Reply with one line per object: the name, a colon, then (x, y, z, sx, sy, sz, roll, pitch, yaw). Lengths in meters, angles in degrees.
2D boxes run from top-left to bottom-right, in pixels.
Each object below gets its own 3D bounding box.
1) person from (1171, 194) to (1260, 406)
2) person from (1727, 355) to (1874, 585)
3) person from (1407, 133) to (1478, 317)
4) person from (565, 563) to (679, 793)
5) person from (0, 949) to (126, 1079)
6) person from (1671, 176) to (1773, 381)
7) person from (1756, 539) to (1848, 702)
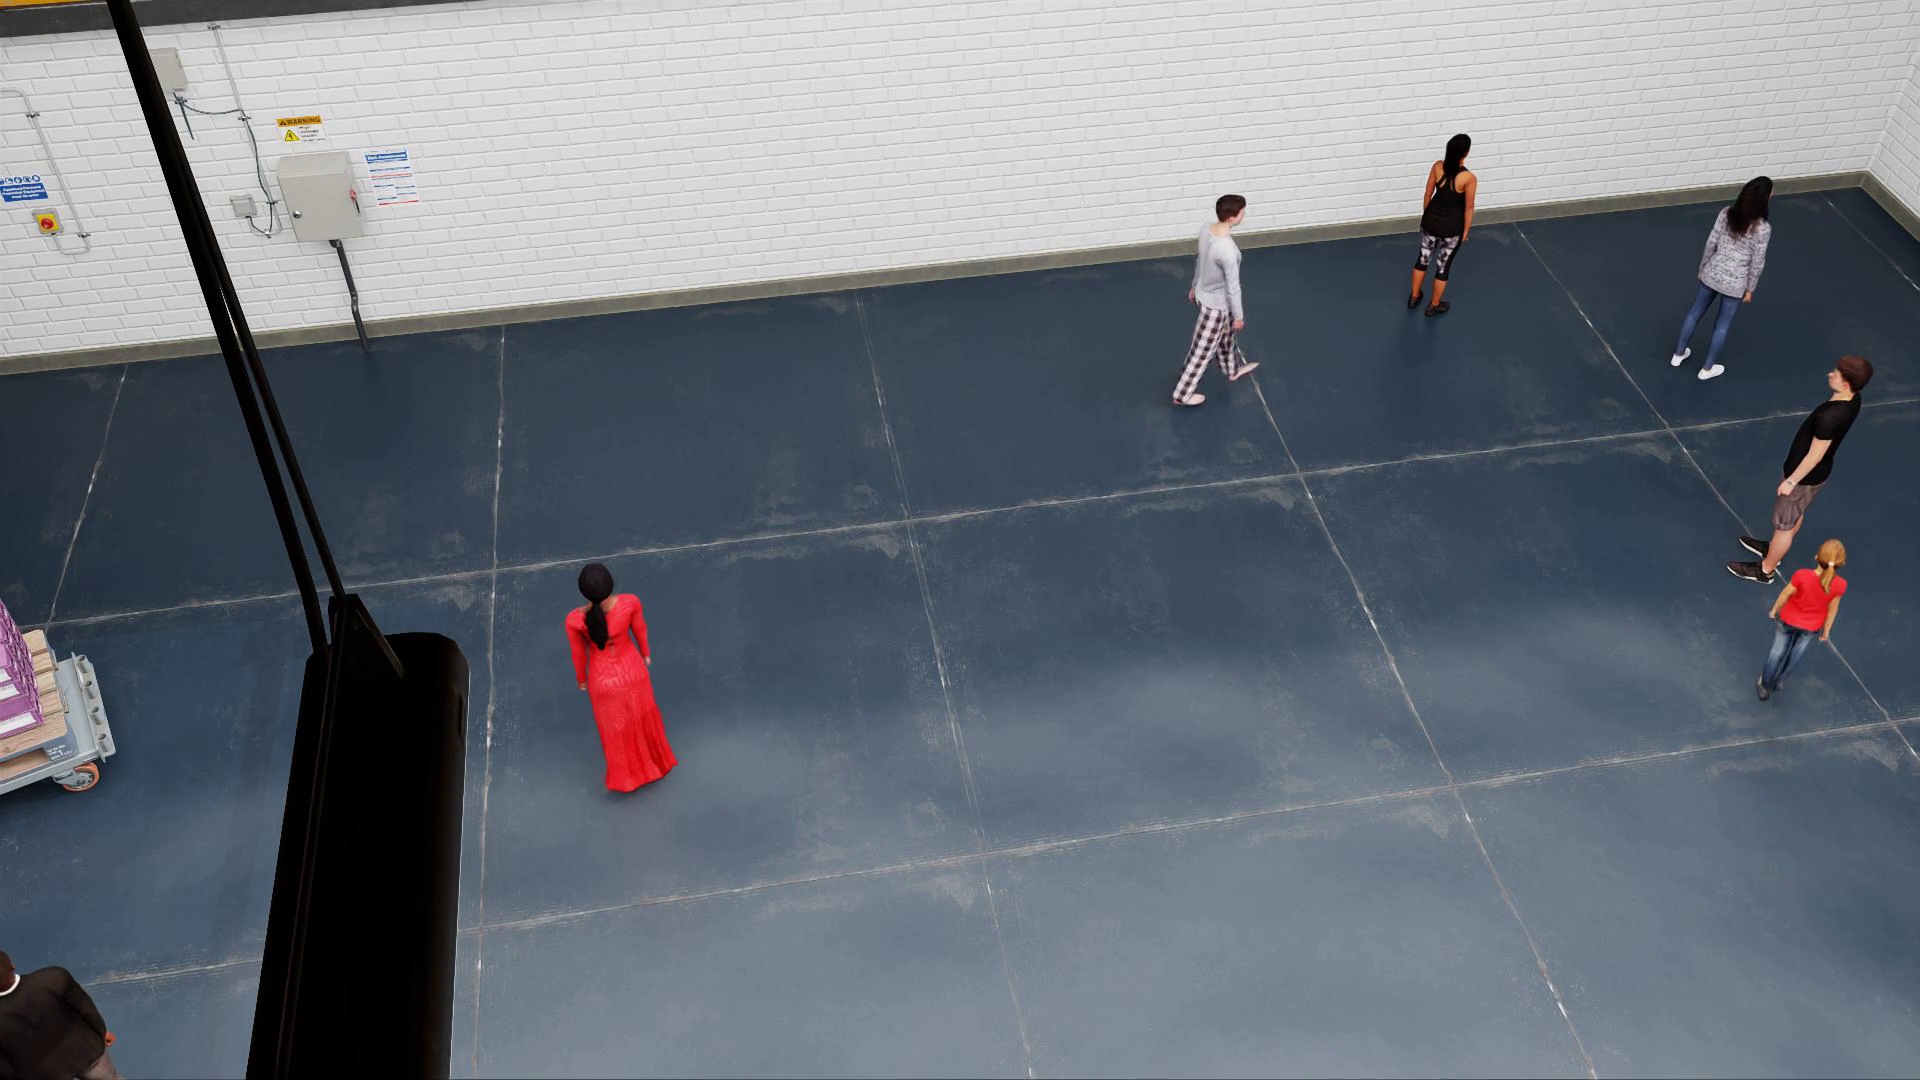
person: (1.843, -1.772, 12.550, 0.795, 1.821, 0.995, -12, 45, -12)
person: (5.691, -0.479, 11.162, 0.812, 1.863, 0.758, 27, 50, 25)
person: (3.927, -2.573, 13.515, 0.643, 1.649, 0.724, 32, 52, 29)
person: (-2.038, 0.815, 9.861, 0.701, 1.783, 0.709, -20, 47, -20)
person: (-4.360, 2.516, 8.064, 0.758, 1.799, 0.740, 34, 53, 31)
person: (5.935, -2.038, 12.892, 0.749, 1.735, 0.627, -29, 51, -27)
person: (5.300, 0.554, 10.485, 0.595, 1.302, 0.637, 14, 45, 15)
